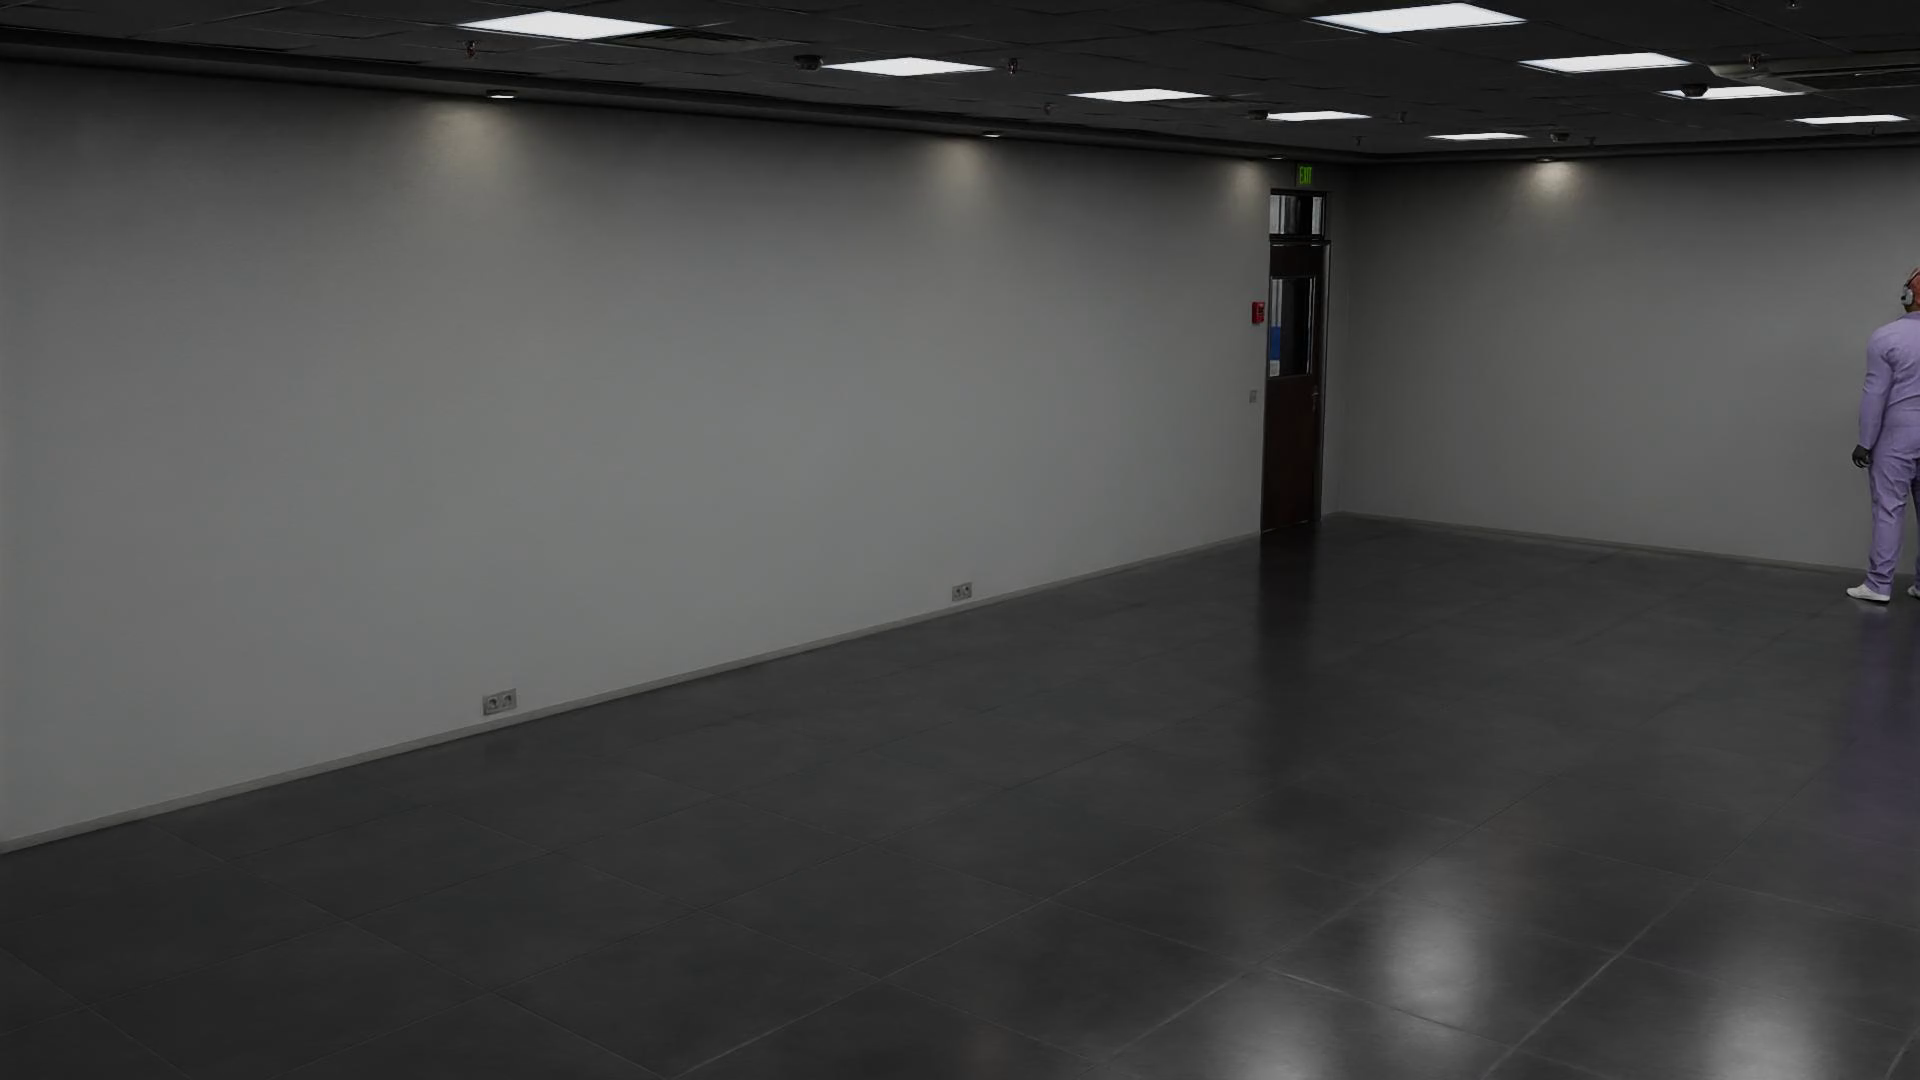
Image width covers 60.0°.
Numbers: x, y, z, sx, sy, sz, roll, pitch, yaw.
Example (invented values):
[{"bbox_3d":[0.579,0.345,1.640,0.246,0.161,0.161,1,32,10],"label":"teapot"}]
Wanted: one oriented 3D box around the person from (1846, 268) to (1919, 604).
[{"bbox_3d":[5.398,-0.582,9.450,0.641,1.908,0.407,0,10,-2],"label":"person"}]
